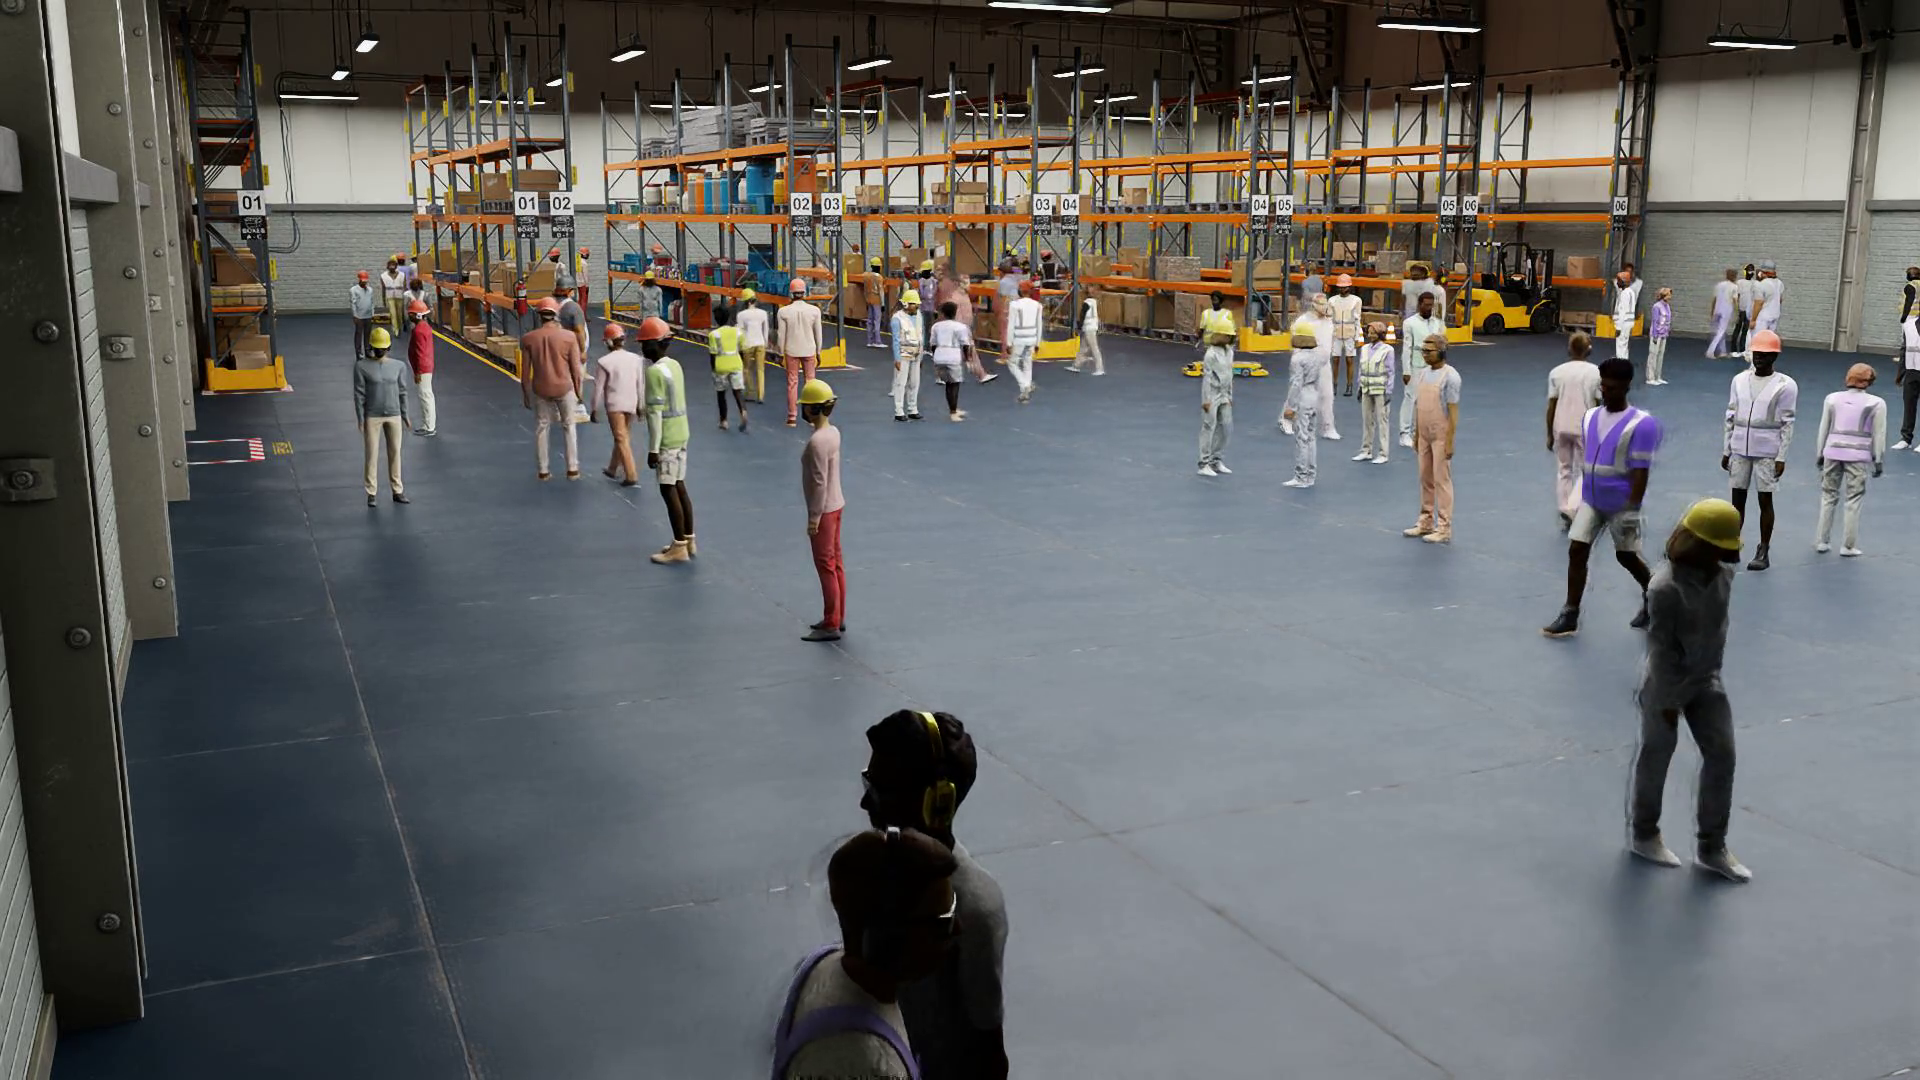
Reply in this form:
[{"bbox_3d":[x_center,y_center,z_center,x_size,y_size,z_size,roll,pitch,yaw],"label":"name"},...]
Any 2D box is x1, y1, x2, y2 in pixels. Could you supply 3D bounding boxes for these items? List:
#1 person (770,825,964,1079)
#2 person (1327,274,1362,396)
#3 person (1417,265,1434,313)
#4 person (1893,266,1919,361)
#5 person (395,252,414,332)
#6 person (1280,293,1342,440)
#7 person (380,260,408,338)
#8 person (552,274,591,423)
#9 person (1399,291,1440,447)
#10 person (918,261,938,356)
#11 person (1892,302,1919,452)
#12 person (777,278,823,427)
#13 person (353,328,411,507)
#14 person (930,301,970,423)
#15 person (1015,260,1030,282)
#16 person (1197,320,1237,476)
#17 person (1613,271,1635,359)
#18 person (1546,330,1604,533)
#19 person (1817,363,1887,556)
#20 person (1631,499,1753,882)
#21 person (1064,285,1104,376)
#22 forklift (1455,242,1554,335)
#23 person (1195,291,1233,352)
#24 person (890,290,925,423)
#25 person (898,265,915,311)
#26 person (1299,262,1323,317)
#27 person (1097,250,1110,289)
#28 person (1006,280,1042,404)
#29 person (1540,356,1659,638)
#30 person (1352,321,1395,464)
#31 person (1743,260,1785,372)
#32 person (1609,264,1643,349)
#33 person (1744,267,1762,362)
[{"bbox_3d":[-0.206,1.389,3.118,0.932,1.794,0.515,-2,11,-8],"label":"person"},{"bbox_3d":[6.027,-3.217,26.181,0.539,1.929,0.385,4,12,20],"label":"person"},{"bbox_3d":[9.442,-4.633,33.637,0.369,1.831,0.623,7,13,32],"label":"person"},{"bbox_3d":[18.476,-4.390,32.353,0.627,1.843,0.429,-10,15,-41],"label":"person"},{"bbox_3d":[-13.567,-6.036,40.499,0.569,1.924,0.495,-6,13,-28],"label":"person"},{"bbox_3d":[4.523,-2.250,21.420,0.640,1.867,0.950,-5,12,-25],"label":"person"},{"bbox_3d":[-13.126,-5.604,38.607,0.581,1.809,0.855,-5,12,-24],"label":"person"},{"bbox_3d":[-5.385,-2.648,22.988,0.681,2.000,0.538,7,13,31],"label":"person"},{"bbox_3d":[5.685,-2.115,20.598,0.590,1.916,0.391,-8,14,-34],"label":"person"},{"bbox_3d":[-0.646,-4.682,33.654,0.410,1.918,0.585,-11,15,-43],"label":"person"},{"bbox_3d":[11.661,-2.022,20.146,0.397,1.911,0.588,-6,13,-27],"label":"person"},{"bbox_3d":[-2.164,-2.529,22.493,0.612,1.997,0.375,-3,11,-14],"label":"person"},{"bbox_3d":[-5.693,-1.213,16.420,0.524,1.759,0.328,-8,14,-35],"label":"person"},{"bbox_3d":[-0.122,-2.473,23.031,0.578,1.664,0.512,5,12,25],"label":"person"},{"bbox_3d":[1.454,-5.361,37.277,0.544,1.848,0.789,-4,12,-21],"label":"person"},{"bbox_3d":[2.836,-1.552,18.254,0.437,1.717,0.501,10,15,41],"label":"person"},{"bbox_3d":[11.381,-3.664,28.582,0.376,1.879,0.579,6,13,28],"label":"person"},{"bbox_3d":[5.503,-0.951,14.885,0.544,1.834,0.491,9,14,37],"label":"person"},{"bbox_3d":[7.502,-0.676,14.020,0.350,1.628,0.528,-9,14,-38],"label":"person"},{"bbox_3d":[3.148,0.641,7.145,0.536,1.690,0.659,-4,12,-21],"label":"person"},{"bbox_3d":[2.213,-3.726,29.578,0.851,1.605,0.520,4,12,18],"label":"person"},{"bbox_3d":[13.047,-6.049,39.881,2.313,2.155,1.214,-5,12,-23],"label":"forklift"},{"bbox_3d":[3.931,-3.038,25.936,0.542,1.662,0.831,9,14,38],"label":"person"},{"bbox_3d":[-0.705,-2.532,22.959,0.403,1.825,0.594,9,14,39],"label":"person"},{"bbox_3d":[-1.050,-4.553,33.164,0.378,1.844,0.569,0,11,-2],"label":"person"},{"bbox_3d":[6.766,-4.412,32.213,0.372,1.940,0.630,10,15,40],"label":"person"},{"bbox_3d":[4.227,-7.720,49.338,0.418,1.821,0.611,6,13,29],"label":"person"},{"bbox_3d":[0.971,-2.982,25.109,0.613,1.872,0.432,-7,13,-31],"label":"person"},{"bbox_3d":[4.463,-0.297,11.336,0.963,1.924,0.614,-6,13,-27],"label":"person"},{"bbox_3d":[4.792,-1.701,19.203,0.310,1.638,0.522,-7,13,-31],"label":"person"},{"bbox_3d":[14.356,-3.987,29.792,0.683,2.000,0.538,-6,13,-30],"label":"person"},{"bbox_3d":[13.427,-4.640,33.567,0.599,1.871,1.001,4,12,20],"label":"person"},{"bbox_3d":[15.428,-4.362,32.217,0.344,1.839,0.504,4,12,21],"label":"person"}]
